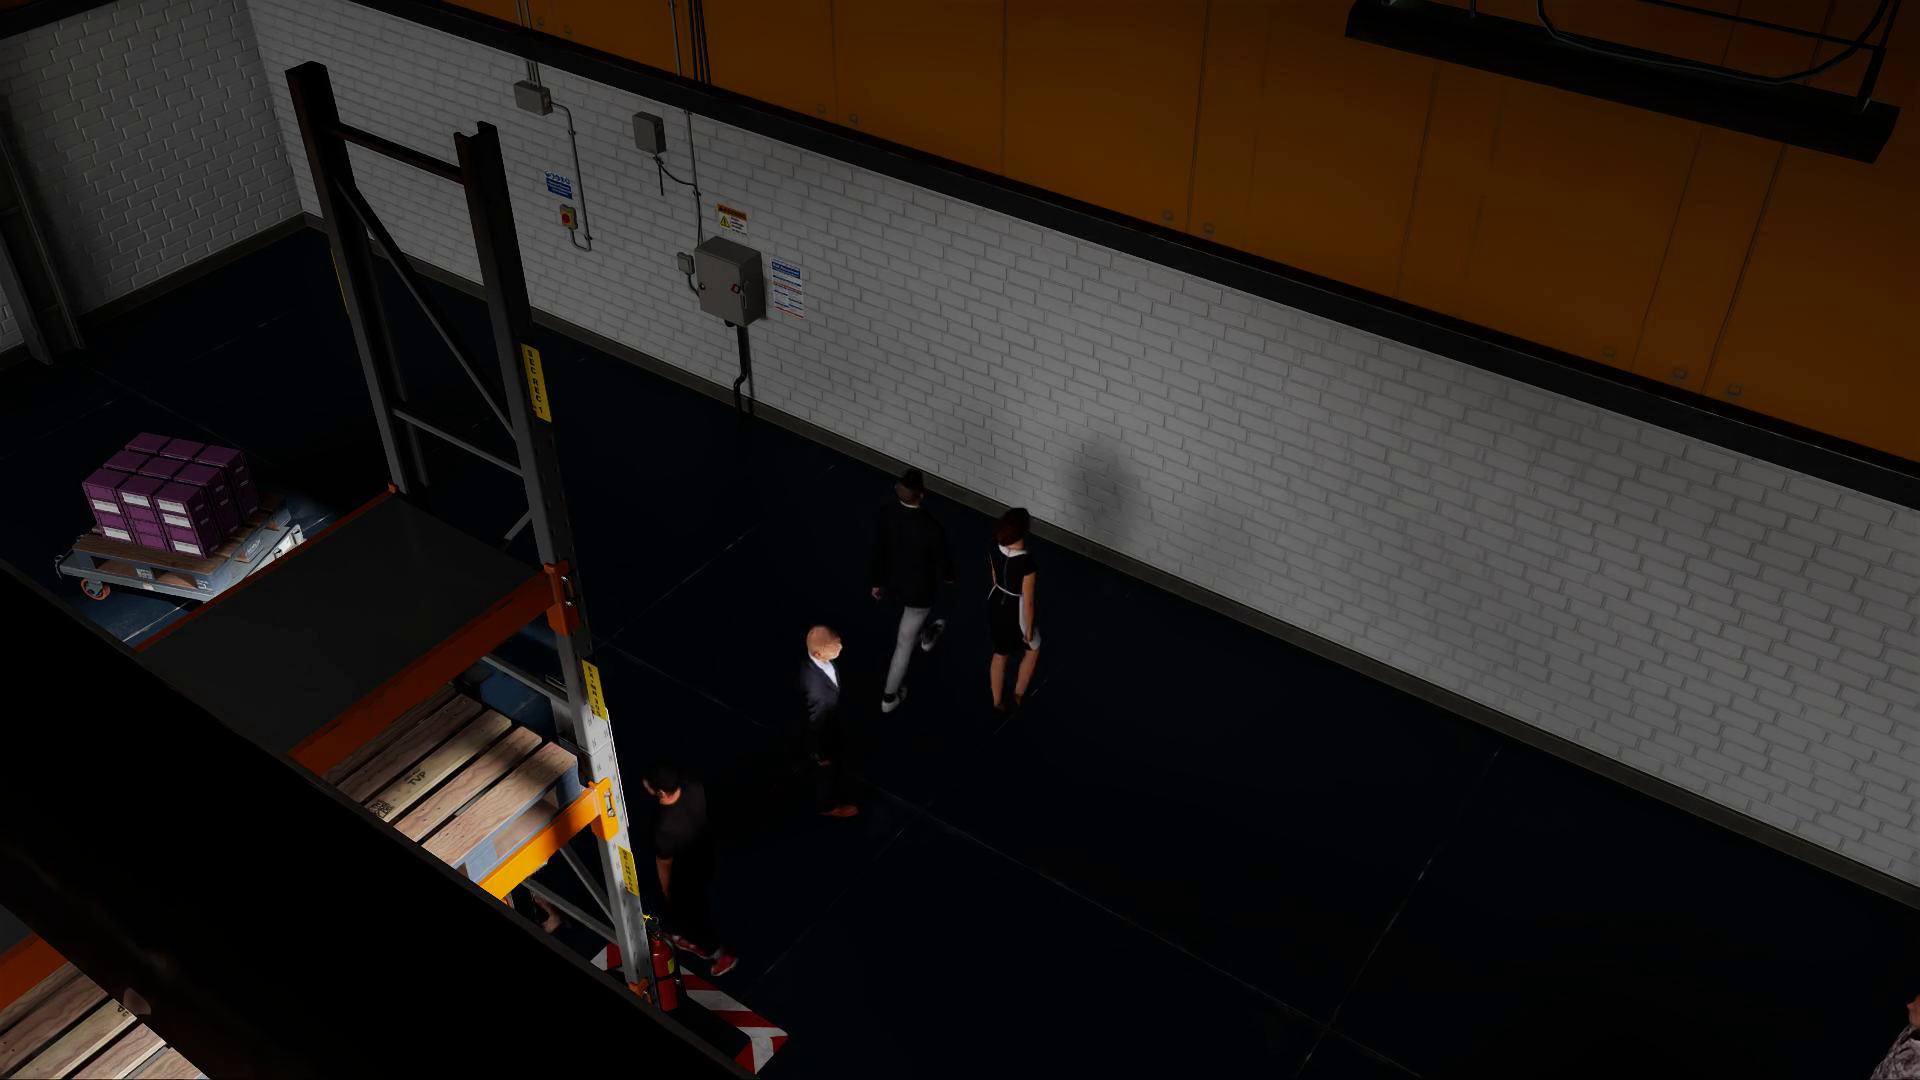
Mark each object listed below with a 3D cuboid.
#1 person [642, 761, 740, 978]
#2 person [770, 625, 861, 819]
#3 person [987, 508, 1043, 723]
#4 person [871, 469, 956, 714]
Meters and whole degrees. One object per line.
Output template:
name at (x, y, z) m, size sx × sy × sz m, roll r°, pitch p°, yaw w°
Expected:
person at (-1.537, 1.953, 9.712) m, size 0.792 × 1.742 × 0.783 m, roll 16°, pitch 41°, yaw 19°
person at (-0.989, 1.196, 10.634) m, size 1.008 × 1.775 × 0.953 m, roll -6°, pitch 39°, yaw -7°
person at (0.297, 0.584, 11.395) m, size 0.606 × 1.780 × 0.619 m, roll 26°, pitch 45°, yaw 29°
person at (-0.378, 0.375, 11.565) m, size 0.718 × 1.895 × 1.228 m, roll 20°, pitch 43°, yaw 23°
